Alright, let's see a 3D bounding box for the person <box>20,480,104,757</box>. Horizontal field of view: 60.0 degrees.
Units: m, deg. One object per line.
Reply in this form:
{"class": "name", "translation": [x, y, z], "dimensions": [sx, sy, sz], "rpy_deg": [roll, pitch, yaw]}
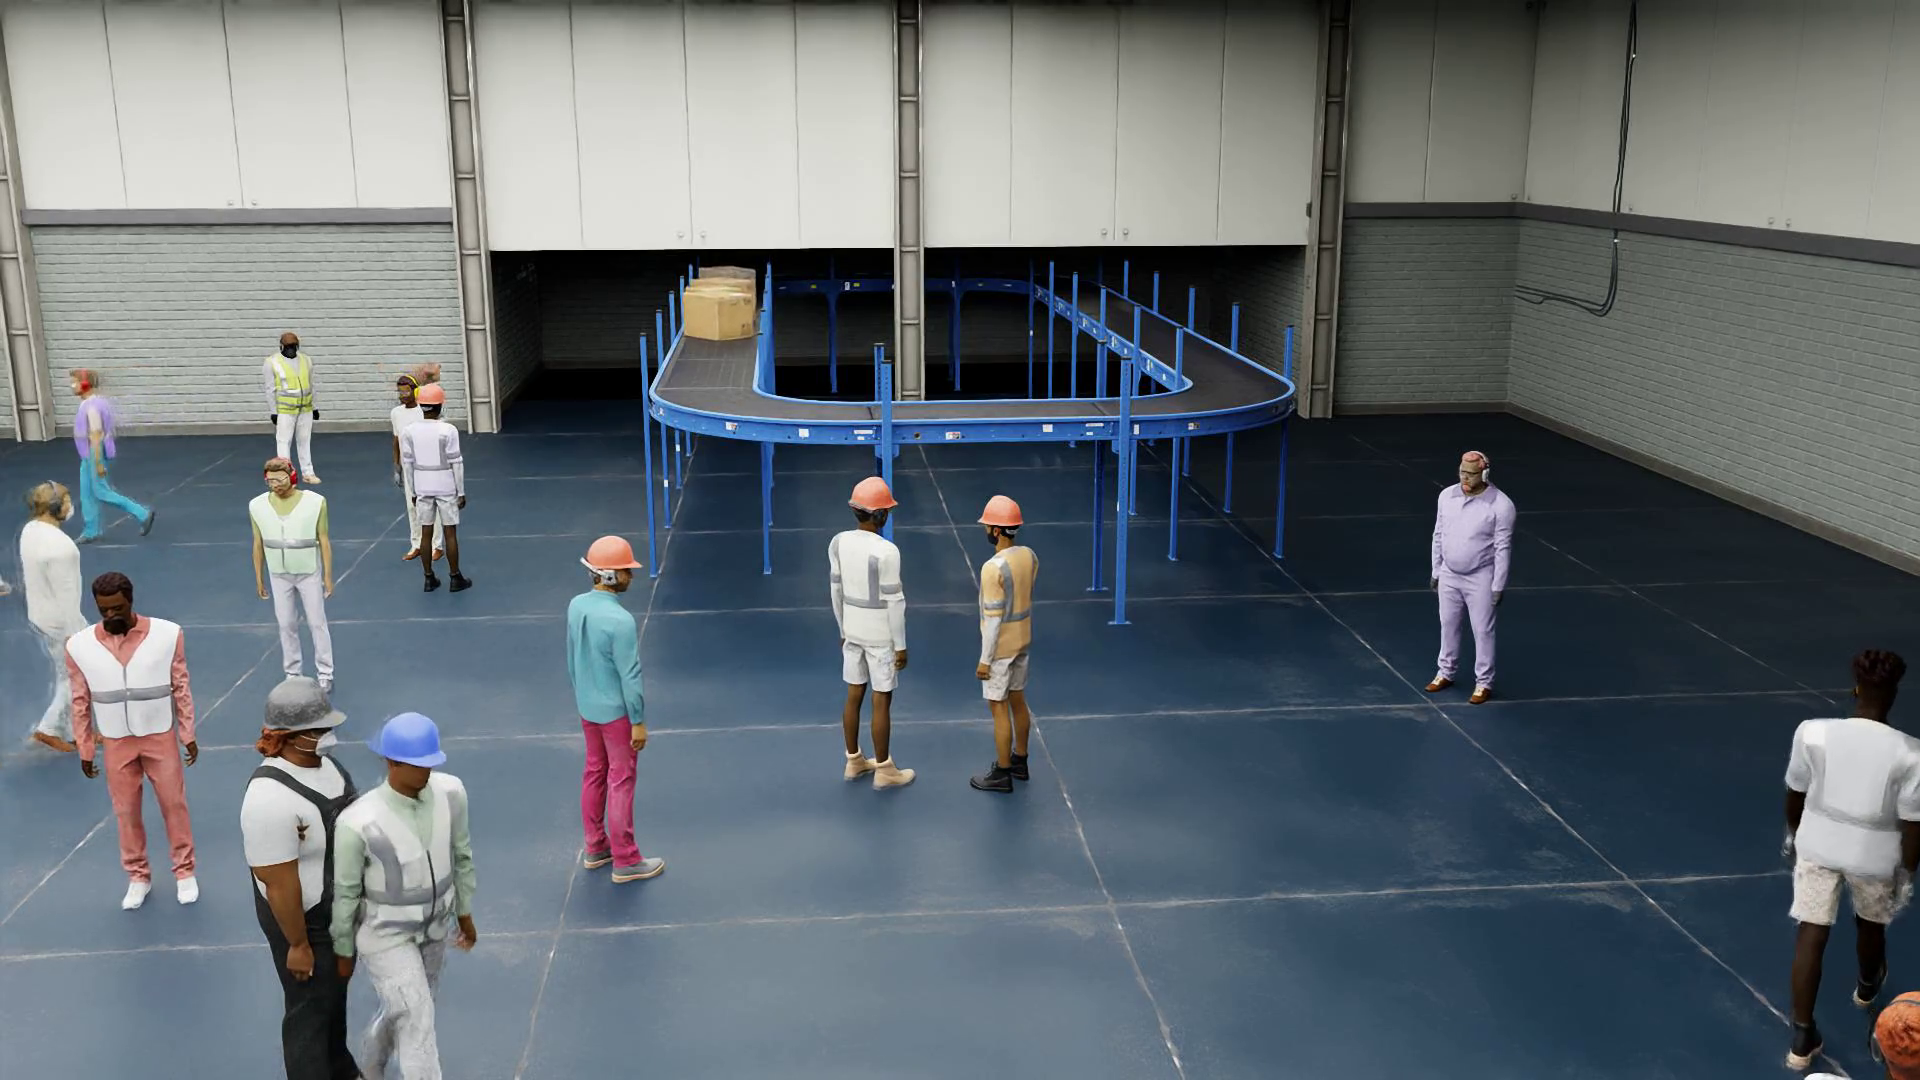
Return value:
{"class": "person", "translation": [-6.090, 0.545, 11.245], "dimensions": [0.632, 1.918, 0.450], "rpy_deg": [13, 19, 42]}

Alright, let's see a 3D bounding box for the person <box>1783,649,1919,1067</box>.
{"class": "person", "translation": [4.153, 1.418, 7.741], "dimensions": [0.618, 1.903, 1.016], "rpy_deg": [10, 17, 35]}

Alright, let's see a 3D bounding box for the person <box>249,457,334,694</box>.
{"class": "person", "translation": [-5.007, 0.265, 12.523], "dimensions": [0.574, 1.832, 0.400], "rpy_deg": [-1, 14, -4]}

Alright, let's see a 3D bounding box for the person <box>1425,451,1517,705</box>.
{"class": "person", "translation": [3.776, 0.269, 12.380], "dimensions": [0.395, 1.898, 0.642], "rpy_deg": [-12, 18, -40]}

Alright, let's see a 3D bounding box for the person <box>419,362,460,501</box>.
{"class": "person", "translation": [-5.871, -1.199, 18.783], "dimensions": [0.537, 1.619, 0.549], "rpy_deg": [0, 14, 2]}

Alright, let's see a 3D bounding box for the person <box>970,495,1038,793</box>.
{"class": "person", "translation": [0.268, 0.666, 10.699], "dimensions": [0.356, 1.937, 0.552], "rpy_deg": [8, 16, 30]}

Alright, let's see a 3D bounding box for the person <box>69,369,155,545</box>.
{"class": "person", "translation": [-8.797, -0.861, 17.044], "dimensions": [0.763, 1.823, 0.570], "rpy_deg": [-9, 16, -31]}

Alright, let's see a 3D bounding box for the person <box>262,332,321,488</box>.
{"class": "person", "translation": [-7.910, -1.546, 19.761], "dimensions": [0.429, 1.837, 0.621], "rpy_deg": [11, 18, 37]}

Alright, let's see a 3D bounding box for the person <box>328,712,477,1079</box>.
{"class": "person", "translation": [-2.396, 1.599, 7.038], "dimensions": [0.860, 1.915, 0.609], "rpy_deg": [9, 16, 31]}

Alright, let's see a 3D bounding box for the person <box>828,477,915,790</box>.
{"class": "person", "translation": [-0.562, 0.599, 10.750], "dimensions": [0.605, 2.045, 0.379], "rpy_deg": [13, 19, 41]}

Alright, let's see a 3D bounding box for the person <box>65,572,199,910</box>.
{"class": "person", "translation": [-4.509, 1.080, 9.112], "dimensions": [0.604, 1.906, 0.405], "rpy_deg": [-5, 15, -19]}

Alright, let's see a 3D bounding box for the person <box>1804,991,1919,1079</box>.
{"class": "person", "translation": [2.649, 2.173, 4.779], "dimensions": [0.355, 1.884, 0.575], "rpy_deg": [-11, 18, -38]}

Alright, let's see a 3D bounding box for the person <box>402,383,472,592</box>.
{"class": "person", "translation": [-4.798, -0.474, 15.261], "dimensions": [0.545, 1.938, 0.362], "rpy_deg": [1, 14, 5]}

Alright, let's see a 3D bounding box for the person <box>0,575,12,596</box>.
{"class": "person", "translation": [-8.995, -0.436, 15.005], "dimensions": [0.611, 1.989, 0.391], "rpy_deg": [-3, 14, -12]}

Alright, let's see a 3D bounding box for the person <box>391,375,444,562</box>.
{"class": "person", "translation": [-5.331, -0.698, 16.328], "dimensions": [0.502, 1.861, 0.328], "rpy_deg": [3, 14, 13]}

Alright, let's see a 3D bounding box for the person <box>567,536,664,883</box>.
{"class": "person", "translation": [-1.971, 0.950, 9.451], "dimensions": [0.391, 1.989, 0.623], "rpy_deg": [-13, 19, -42]}

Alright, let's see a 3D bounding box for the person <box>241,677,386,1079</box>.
{"class": "person", "translation": [-2.660, 1.539, 6.997], "dimensions": [0.537, 2.000, 0.682], "rpy_deg": [-1, 14, -6]}
